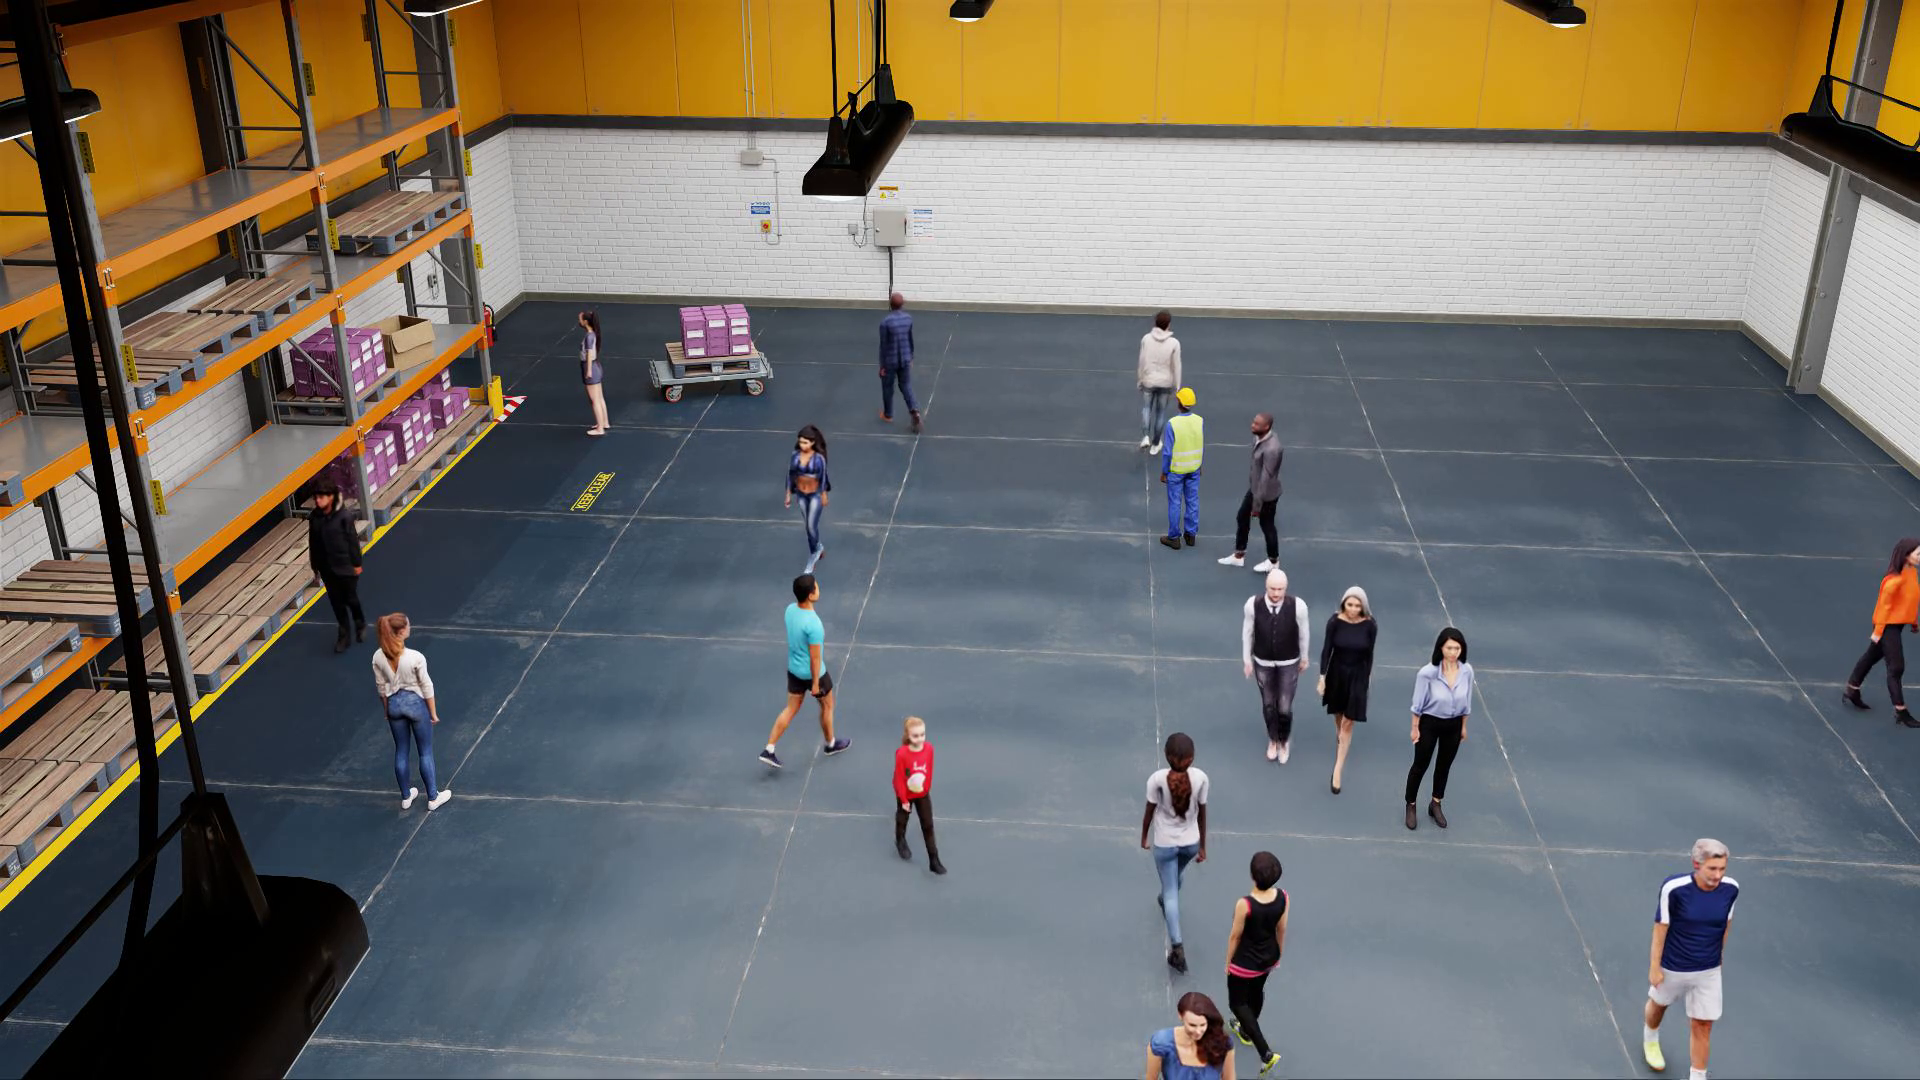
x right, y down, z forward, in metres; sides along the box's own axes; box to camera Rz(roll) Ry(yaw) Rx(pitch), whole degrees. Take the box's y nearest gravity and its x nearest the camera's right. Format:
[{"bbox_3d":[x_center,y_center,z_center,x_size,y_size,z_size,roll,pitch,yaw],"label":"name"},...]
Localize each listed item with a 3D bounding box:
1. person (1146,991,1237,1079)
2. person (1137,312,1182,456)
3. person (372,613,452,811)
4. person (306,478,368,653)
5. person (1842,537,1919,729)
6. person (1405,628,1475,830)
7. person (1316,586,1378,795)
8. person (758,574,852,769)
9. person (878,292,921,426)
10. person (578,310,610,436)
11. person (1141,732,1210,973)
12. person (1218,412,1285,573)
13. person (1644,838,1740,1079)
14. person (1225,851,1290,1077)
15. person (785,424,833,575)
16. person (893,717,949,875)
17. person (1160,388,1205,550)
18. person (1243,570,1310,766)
[{"bbox_3d":[1.232,3.194,9.181,0.811,1.751,1.194,-3,24,-7],"label":"person"},{"bbox_3d":[2.444,-1.933,20.793,0.762,1.845,0.764,7,24,15],"label":"person"},{"bbox_3d":[-4.442,1.375,13.378,0.618,1.721,0.513,3,24,8],"label":"person"},{"bbox_3d":[-5.959,0.201,16.012,0.621,1.764,0.669,2,24,5],"label":"person"},{"bbox_3d":[8.173,0.757,14.788,1.005,1.725,1.046,-21,31,-40],"label":"person"},{"bbox_3d":[3.781,1.482,13.108,0.695,1.743,0.616,-3,24,-6],"label":"person"},{"bbox_3d":[3.216,1.168,13.880,0.718,1.699,1.201,6,24,13],"label":"person"},{"bbox_3d":[-1.368,1.130,13.910,1.183,1.745,1.107,-20,30,-38],"label":"person"},{"bbox_3d":[-0.782,-2.342,21.787,1.029,1.798,1.147,-14,27,-29],"label":"person"},{"bbox_3d":[-4.757,-2.181,21.609,0.670,1.646,0.484,-1,24,-2],"label":"person"},{"bbox_3d":[1.523,2.186,11.583,0.784,1.674,1.211,-4,24,-8],"label":"person"},{"bbox_3d":[3.288,-0.497,17.571,0.914,1.794,0.899,-2,24,-5],"label":"person"},{"bbox_3d":[4.543,2.598,10.473,0.691,1.808,1.009,1,24,2],"label":"person"},{"bbox_3d":[1.910,2.696,10.588,0.806,1.537,0.987,-10,25,-21],"label":"person"},{"bbox_3d":[-1.573,-0.480,17.778,0.774,1.598,0.886,11,26,23],"label":"person"},{"bbox_3d":[-0.387,1.915,12.731,0.783,1.251,0.954,-11,26,-24],"label":"person"},{"bbox_3d":[2.438,-0.793,18.225,0.752,1.813,0.727,-9,25,-19],"label":"person"},{"bbox_3d":[2.688,1.017,14.105,0.783,1.795,0.738,6,24,13],"label":"person"}]
